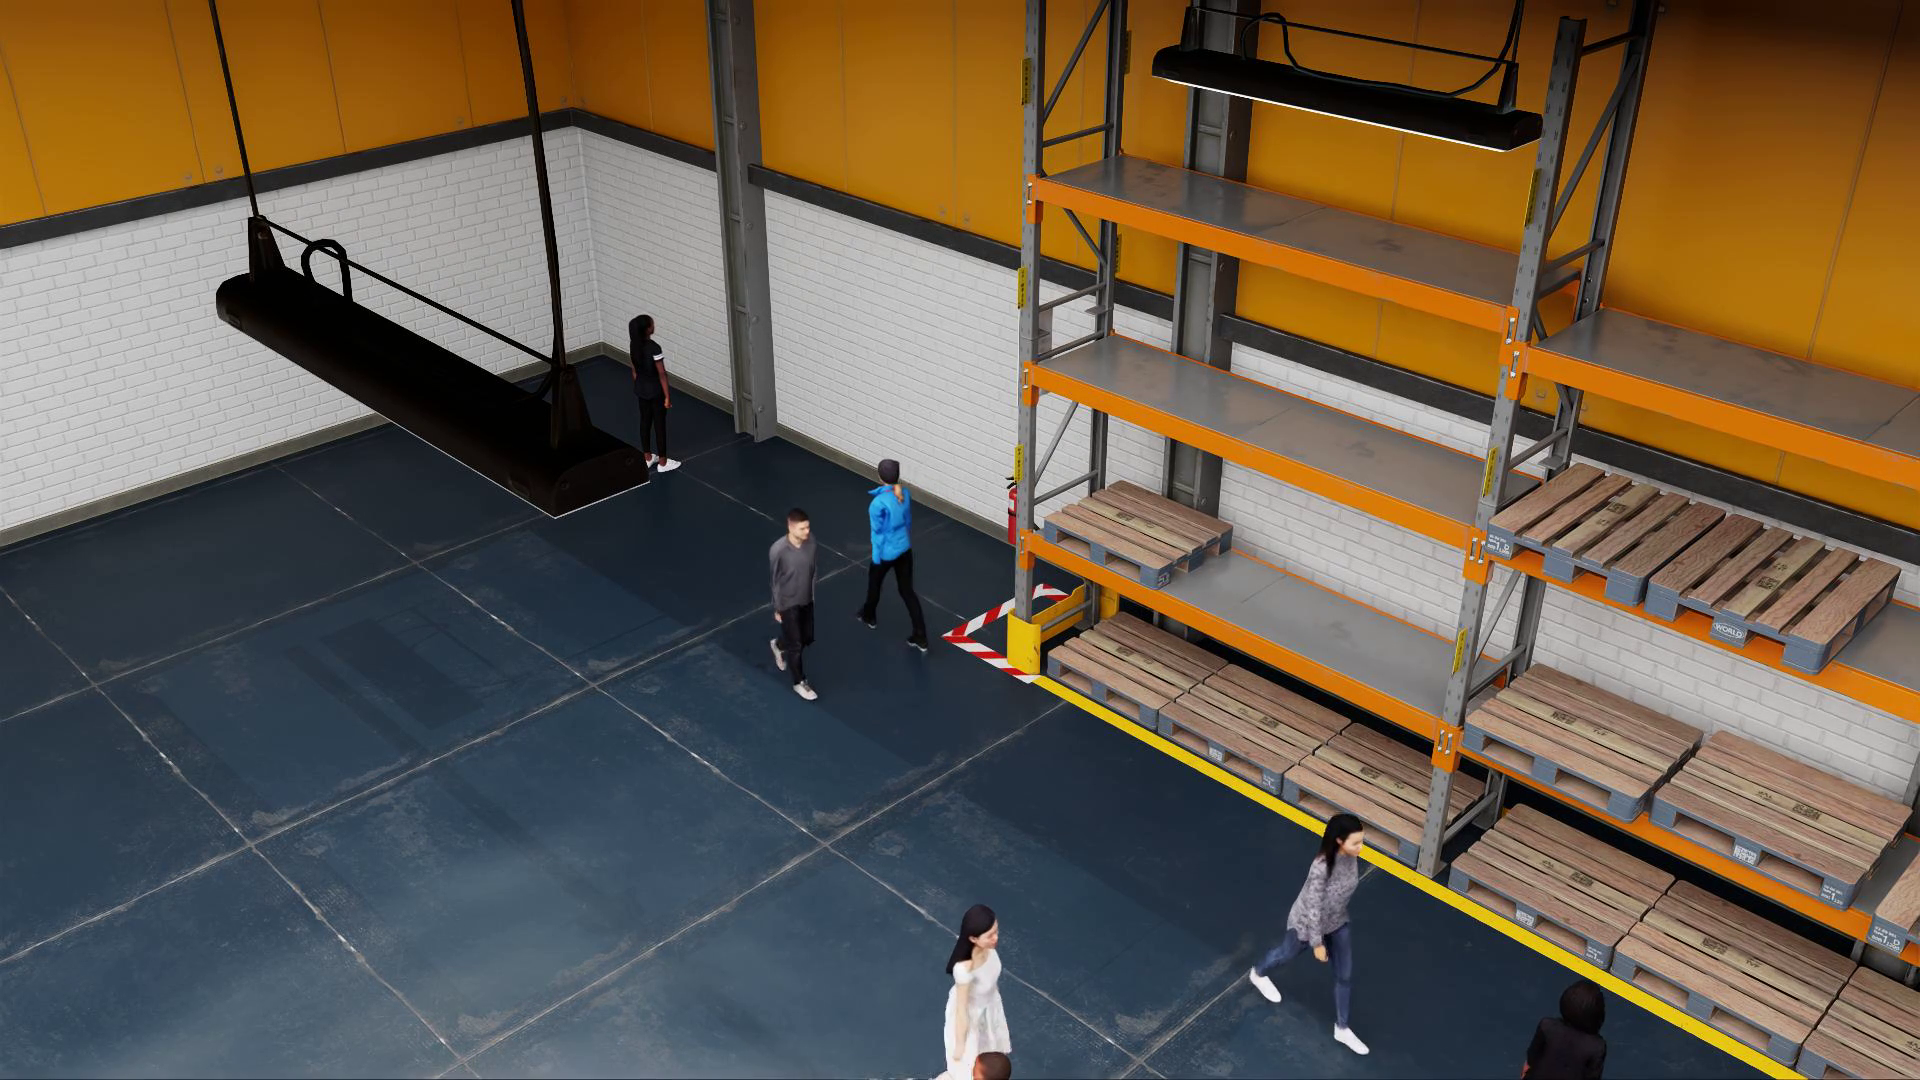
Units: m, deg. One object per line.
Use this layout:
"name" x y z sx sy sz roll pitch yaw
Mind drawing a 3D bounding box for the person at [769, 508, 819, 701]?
"person" -1.438 0.478 13.705 0.617 1.736 0.872 -24 37 -37

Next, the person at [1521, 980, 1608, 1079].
"person" 3.187 3.099 8.975 1.105 1.665 0.925 10 30 18

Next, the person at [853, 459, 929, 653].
"person" -0.514 0.165 14.267 0.734 1.748 1.174 -20 35 -32

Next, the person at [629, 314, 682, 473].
"person" -3.235 -1.552 17.435 0.562 1.729 0.711 19 34 31

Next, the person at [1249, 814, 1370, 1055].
"person" 2.164 2.344 10.338 0.692 1.686 1.165 -21 35 -34

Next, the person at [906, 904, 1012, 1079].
"person" -0.008 2.767 9.487 0.997 1.757 0.848 9 30 16

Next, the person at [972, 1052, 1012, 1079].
"person" 0.199 3.279 9.019 0.551 1.307 0.531 11 31 20
